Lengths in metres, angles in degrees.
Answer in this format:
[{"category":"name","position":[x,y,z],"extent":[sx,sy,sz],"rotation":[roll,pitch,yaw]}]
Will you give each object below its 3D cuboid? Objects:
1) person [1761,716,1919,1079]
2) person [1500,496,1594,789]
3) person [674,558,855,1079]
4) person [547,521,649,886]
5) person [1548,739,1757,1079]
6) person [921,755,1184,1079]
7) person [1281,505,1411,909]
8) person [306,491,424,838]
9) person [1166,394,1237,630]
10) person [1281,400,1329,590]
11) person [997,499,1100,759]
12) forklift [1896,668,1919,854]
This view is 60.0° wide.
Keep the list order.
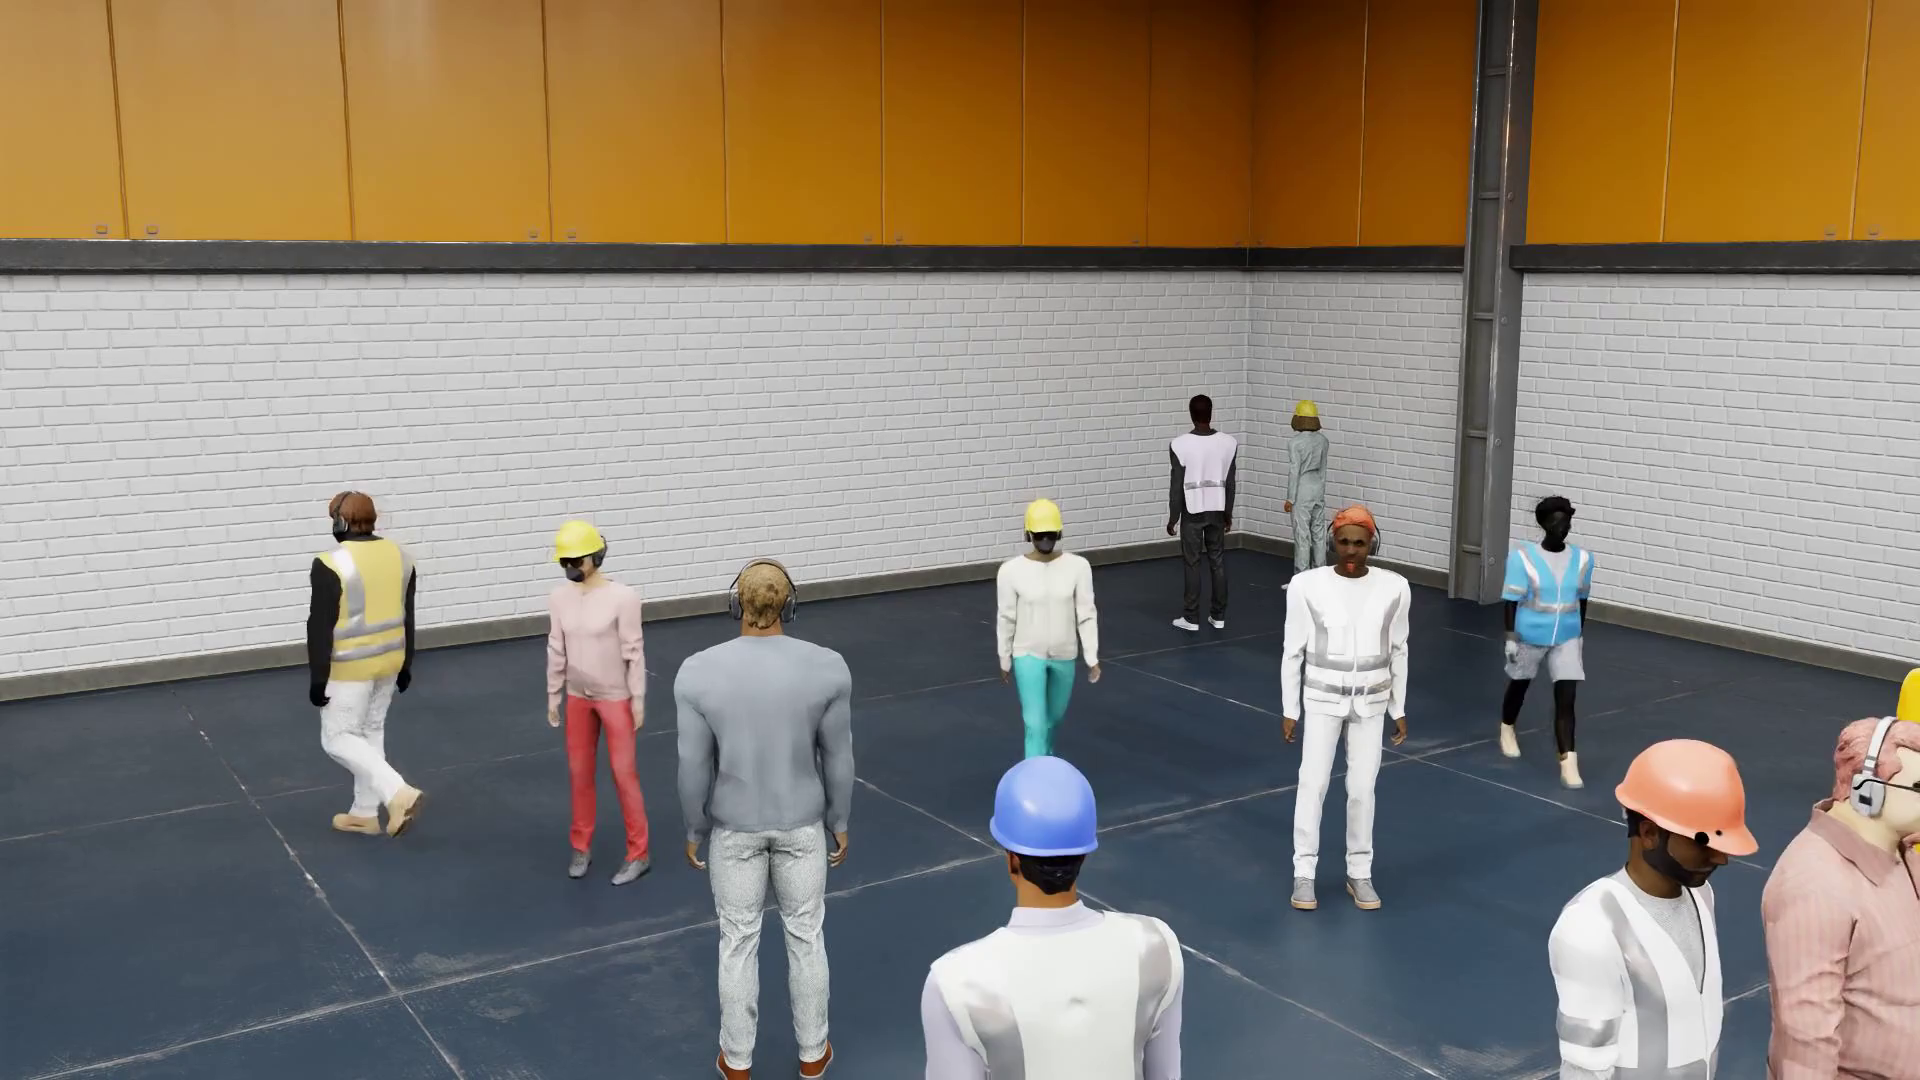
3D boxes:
[{"category":"person","position":[2.175,1.356,4.045],"extent":[0.409,1.905,0.651],"rotation":[9,13,43]},{"category":"person","position":[3.396,0.546,9.705],"extent":[0.544,1.649,0.880],"rotation":[0,9,-1]},{"category":"person","position":[-0.691,1.022,5.960],"extent":[0.630,1.940,0.370],"rotation":[-2,10,-9]},{"category":"person","position":[-1.756,0.771,8.028],"extent":[0.529,1.757,0.367],"rotation":[4,10,24]},{"category":"person","position":[1.564,1.386,3.798],"extent":[0.542,1.929,0.368],"rotation":[-8,13,-41]},{"category":"person","position":[0.192,1.415,3.559],"extent":[0.602,1.949,0.395],"rotation":[-4,10,-21]},{"category":"person","position":[1.766,0.769,7.644],"extent":[0.584,1.882,0.337],"rotation":[0,9,0]},{"category":"person","position":[-3.016,0.658,8.517],"extent":[0.616,1.819,0.635],"rotation":[4,10,24]},{"category":"person","position":[1.962,-0.217,13.493],"extent":[0.590,1.916,0.399],"rotation":[-3,10,-17]},{"category":"person","position":[3.134,-0.404,15.131],"extent":[0.485,1.744,0.308],"rotation":[-7,12,-35]},{"category":"person","position":[0.455,0.610,9.072],"extent":[0.526,1.726,0.856],"rotation":[-2,10,-12]},{"category":"forklift","position":[5.511,0.571,7.906],"extent":[2.313,2.155,1.214],"rotation":[-6,11,-33]}]
